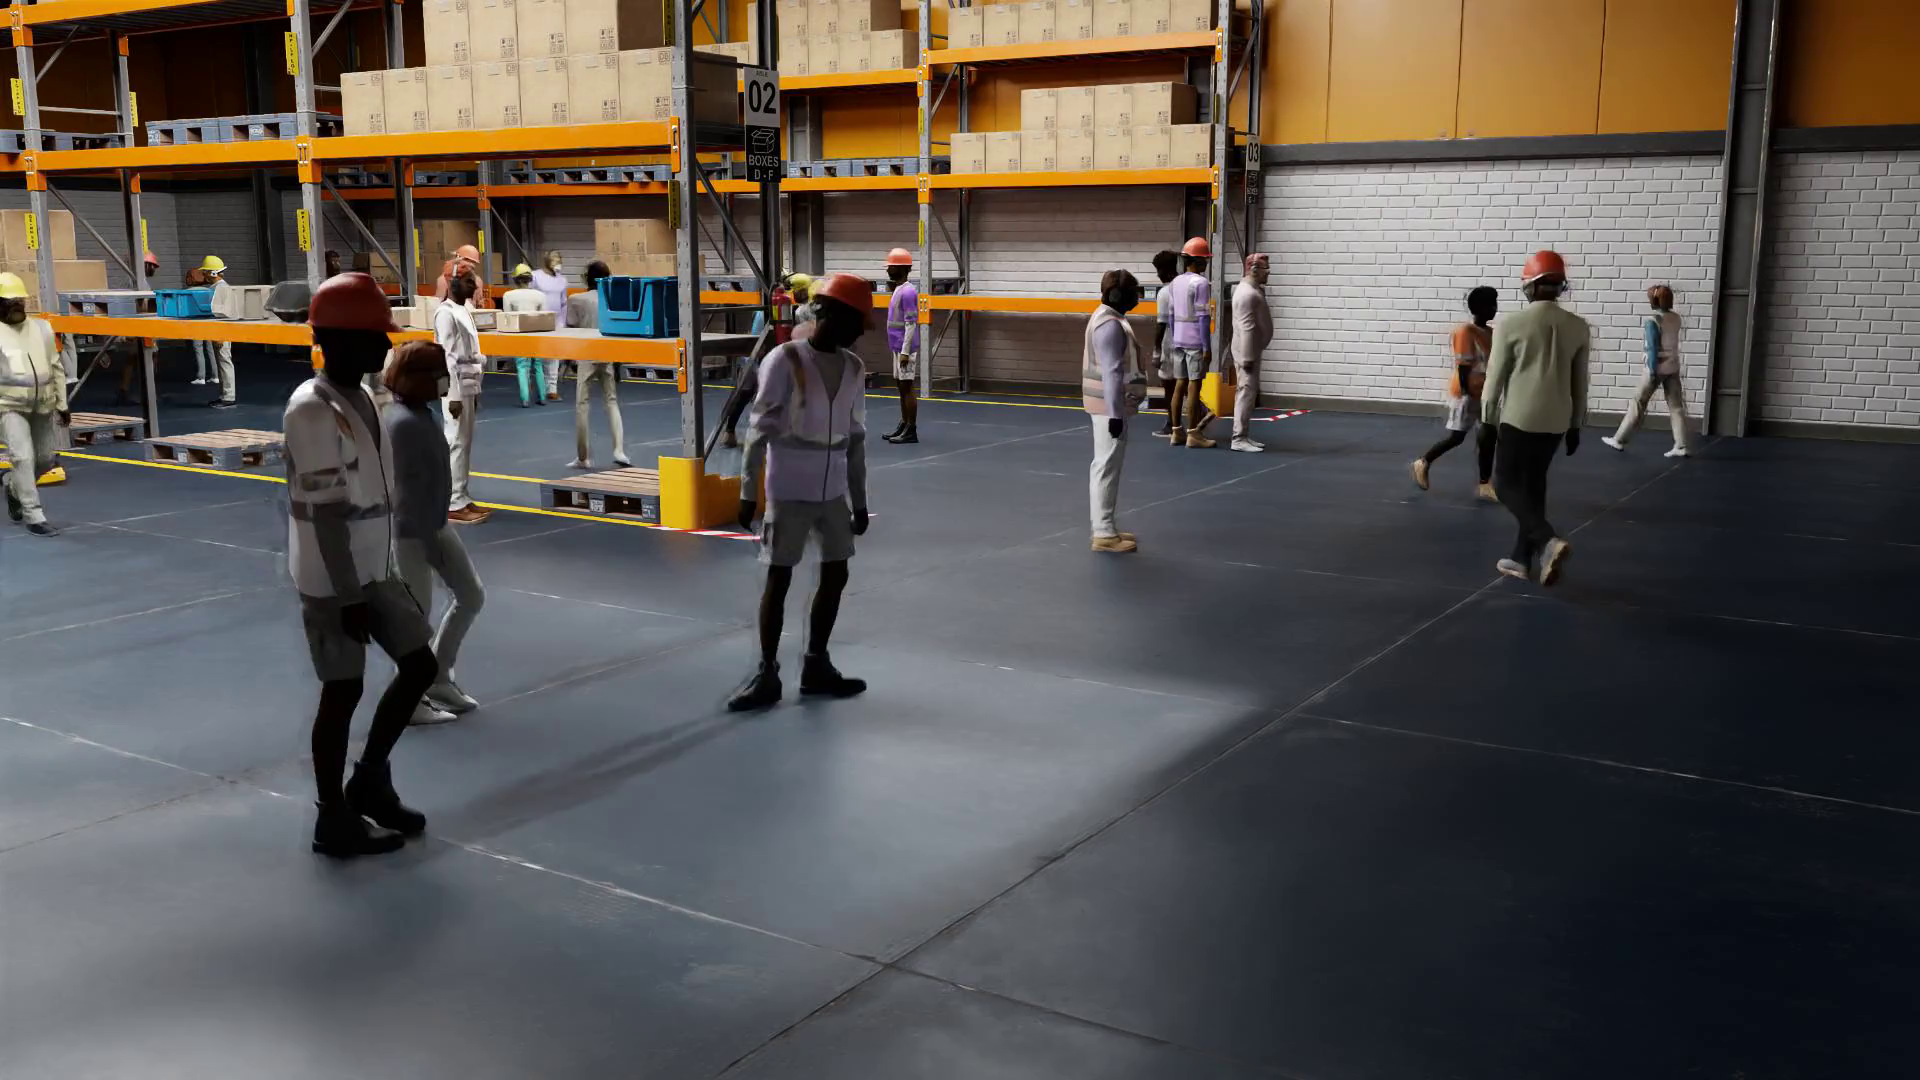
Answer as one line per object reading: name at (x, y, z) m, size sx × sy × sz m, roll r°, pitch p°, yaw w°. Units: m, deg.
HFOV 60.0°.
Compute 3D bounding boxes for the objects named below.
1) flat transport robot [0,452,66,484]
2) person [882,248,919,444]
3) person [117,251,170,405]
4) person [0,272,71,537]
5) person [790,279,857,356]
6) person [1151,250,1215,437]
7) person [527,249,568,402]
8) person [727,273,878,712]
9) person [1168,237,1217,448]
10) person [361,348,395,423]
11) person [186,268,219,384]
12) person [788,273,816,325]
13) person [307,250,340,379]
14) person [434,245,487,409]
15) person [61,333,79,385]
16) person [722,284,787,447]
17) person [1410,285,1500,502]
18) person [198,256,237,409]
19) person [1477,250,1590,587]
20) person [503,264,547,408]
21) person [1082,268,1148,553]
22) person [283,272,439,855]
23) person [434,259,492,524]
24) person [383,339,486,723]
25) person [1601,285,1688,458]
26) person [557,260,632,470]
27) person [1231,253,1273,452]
flat transport robot at (-8.174, -0.561, 13.641) m, size 1.431 × 0.197 × 0.652 m, roll -6°, pitch 12°, yaw -32°
person at (-0.590, -1.929, 16.605) m, size 0.360 × 1.939 × 0.543 m, roll -2°, pitch 10°, yaw -12°
person at (-10.068, -2.593, 20.403) m, size 0.712 × 1.887 × 0.559 m, roll -7°, pitch 12°, yaw -32°
person at (-6.510, -0.941, 11.484) m, size 0.760 × 1.814 × 0.597 m, roll 6°, pitch 12°, yaw 30°
person at (-1.015, -1.063, 12.368) m, size 0.531 × 1.745 × 0.484 m, roll -4°, pitch 11°, yaw -23°
person at (2.240, -1.980, 16.914) m, size 0.571 × 1.924 × 0.661 m, roll 8°, pitch 13°, yaw 37°
person at (-5.220, -2.695, 20.913) m, size 0.615 × 1.915 × 0.660 m, roll 9°, pitch 14°, yaw 42°
person at (-0.694, -0.193, 7.169) m, size 0.723 × 1.892 × 0.381 m, roll -8°, pitch 13°, yaw -39°
person at (2.277, -1.918, 16.246) m, size 0.383 × 2.045 × 0.605 m, roll -5°, pitch 11°, yaw -24°
person at (-3.839, -0.744, 10.868) m, size 0.309 × 1.640 × 0.511 m, roll 1°, pitch 10°, yaw 5°
person at (-10.700, -3.005, 23.435) m, size 0.288 × 1.623 × 0.494 m, roll 4°, pitch 11°, yaw 22°
person at (-1.363, -1.769, 16.358) m, size 0.668 × 1.695 × 0.551 m, roll 8°, pitch 13°, yaw 38°
person at (-7.804, -2.632, 20.591) m, size 0.554 × 1.900 × 0.614 m, roll 8°, pitch 13°, yaw 36°
person at (-5.914, -2.463, 19.504) m, size 0.466 × 1.963 × 0.817 m, roll 9°, pitch 14°, yaw 41°
person at (-12.652, -3.126, 23.361) m, size 0.444 × 1.902 × 0.730 m, roll 2°, pitch 10°, yaw 12°
person at (-1.892, -1.702, 16.166) m, size 0.926 × 1.628 × 0.544 m, roll -4°, pitch 11°, yaw -19°
person at (3.937, -1.151, 12.998) m, size 0.526 × 1.677 × 0.724 m, roll -8°, pitch 13°, yaw -39°
person at (-8.946, -2.499, 20.053) m, size 0.403 × 1.833 × 0.586 m, roll -5°, pitch 11°, yaw -27°
person at (3.380, -0.698, 9.704) m, size 0.626 × 1.969 × 0.781 m, roll -3°, pitch 11°, yaw -15°
person at (-5.264, -2.468, 20.181) m, size 0.535 × 1.754 × 0.444 m, roll -5°, pitch 11°, yaw -26°
person at (1.012, -0.848, 10.884) m, size 0.429 × 1.841 × 0.633 m, roll 0°, pitch 10°, yaw 2°
person at (-1.961, 0.104, 5.408) m, size 0.482 × 1.919 × 0.553 m, roll 1°, pitch 10°, yaw 4°
person at (-3.592, -1.063, 11.951) m, size 0.337 × 1.883 × 0.584 m, roll -1°, pitch 10°, yaw -5°
person at (-2.195, -0.019, 6.915) m, size 0.437 × 1.620 × 0.506 m, roll 0°, pitch 10°, yaw 2°
person at (6.521, -1.581, 15.618) m, size 0.513 × 1.592 × 0.866 m, roll -6°, pitch 12°, yaw -31°
person at (-3.234, -1.533, 14.701) m, size 0.615 × 1.847 × 0.407 m, roll -6°, pitch 12°, yaw -31°
person at (2.802, -1.794, 15.981) m, size 0.399 × 1.899 × 0.653 m, roll 2°, pitch 10°, yaw 11°
